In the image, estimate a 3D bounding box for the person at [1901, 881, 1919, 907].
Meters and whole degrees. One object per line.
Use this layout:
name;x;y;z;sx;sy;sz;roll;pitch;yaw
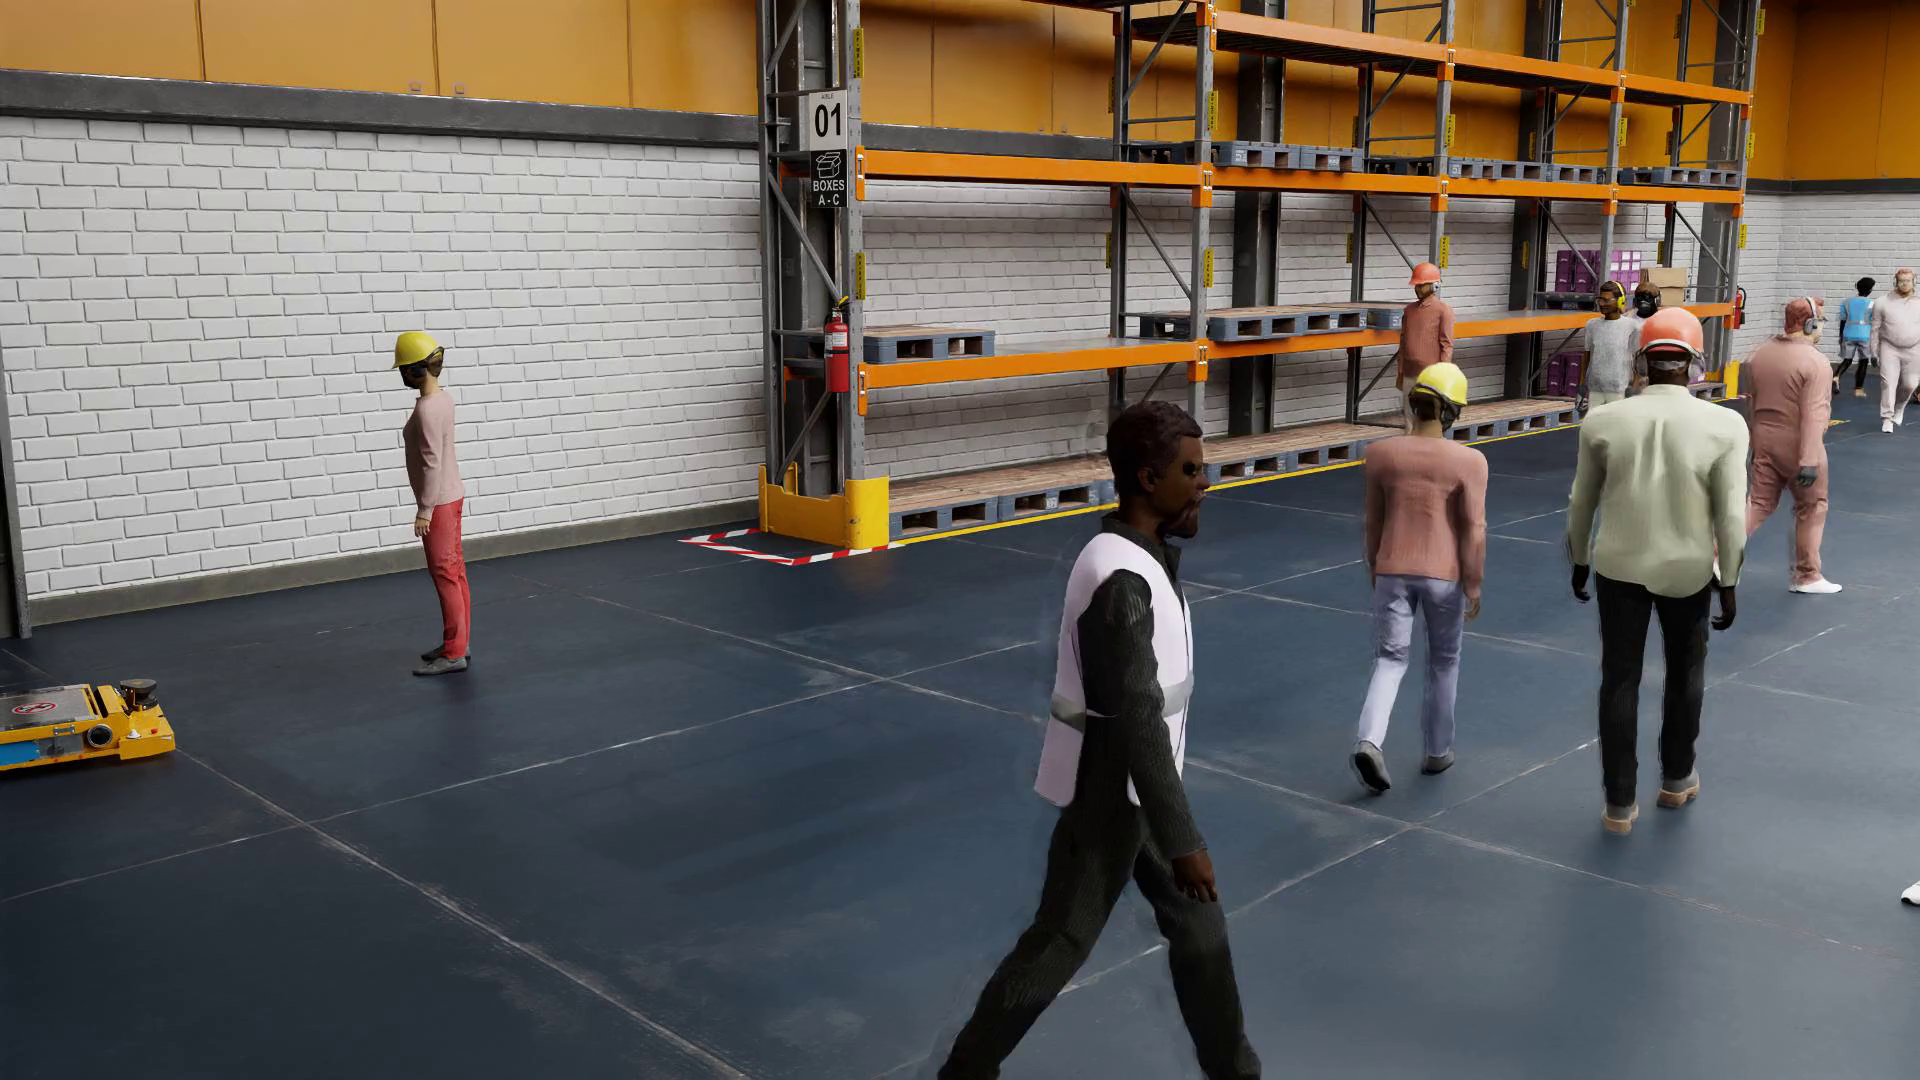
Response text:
person;3.434;0.313;5.377;0.382;1.917;0.585;-9;14;-41

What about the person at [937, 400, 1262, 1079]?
person;0.390;0.599;3.972;1.017;1.871;0.594;3;11;15

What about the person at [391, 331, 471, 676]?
person;-2.711;-0.186;8.533;0.328;1.759;0.524;-1;10;-8

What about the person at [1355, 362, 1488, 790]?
person;1.844;0.153;6.738;0.528;1.728;0.711;6;12;31

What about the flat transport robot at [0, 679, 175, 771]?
flat transport robot;-4.149;0.833;7.029;1.431;0.197;0.652;-6;12;-31

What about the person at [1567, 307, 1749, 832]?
person;2.688;0.094;6.429;0.643;1.959;0.857;6;12;29

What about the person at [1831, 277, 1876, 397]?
person;12.379;-2.786;22.955;0.568;1.676;0.542;-8;13;-38

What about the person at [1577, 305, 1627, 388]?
person;6.292;-1.508;16.189;0.518;1.596;0.849;10;14;42

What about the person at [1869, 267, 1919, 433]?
person;10.802;-2.189;19.122;0.647;1.878;0.798;3;11;18

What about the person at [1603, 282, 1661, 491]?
person;5.912;-1.312;14.444;0.622;1.845;0.430;8;13;36

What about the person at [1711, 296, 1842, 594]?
person;5.098;-0.573;10.327;0.881;1.875;0.651;-2;11;-13

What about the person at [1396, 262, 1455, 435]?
person;4.240;-1.539;15.265;0.379;1.994;0.611;-6;12;-30

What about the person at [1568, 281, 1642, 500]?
person;5.428;-1.234;13.953;0.534;1.865;0.309;10;14;42
